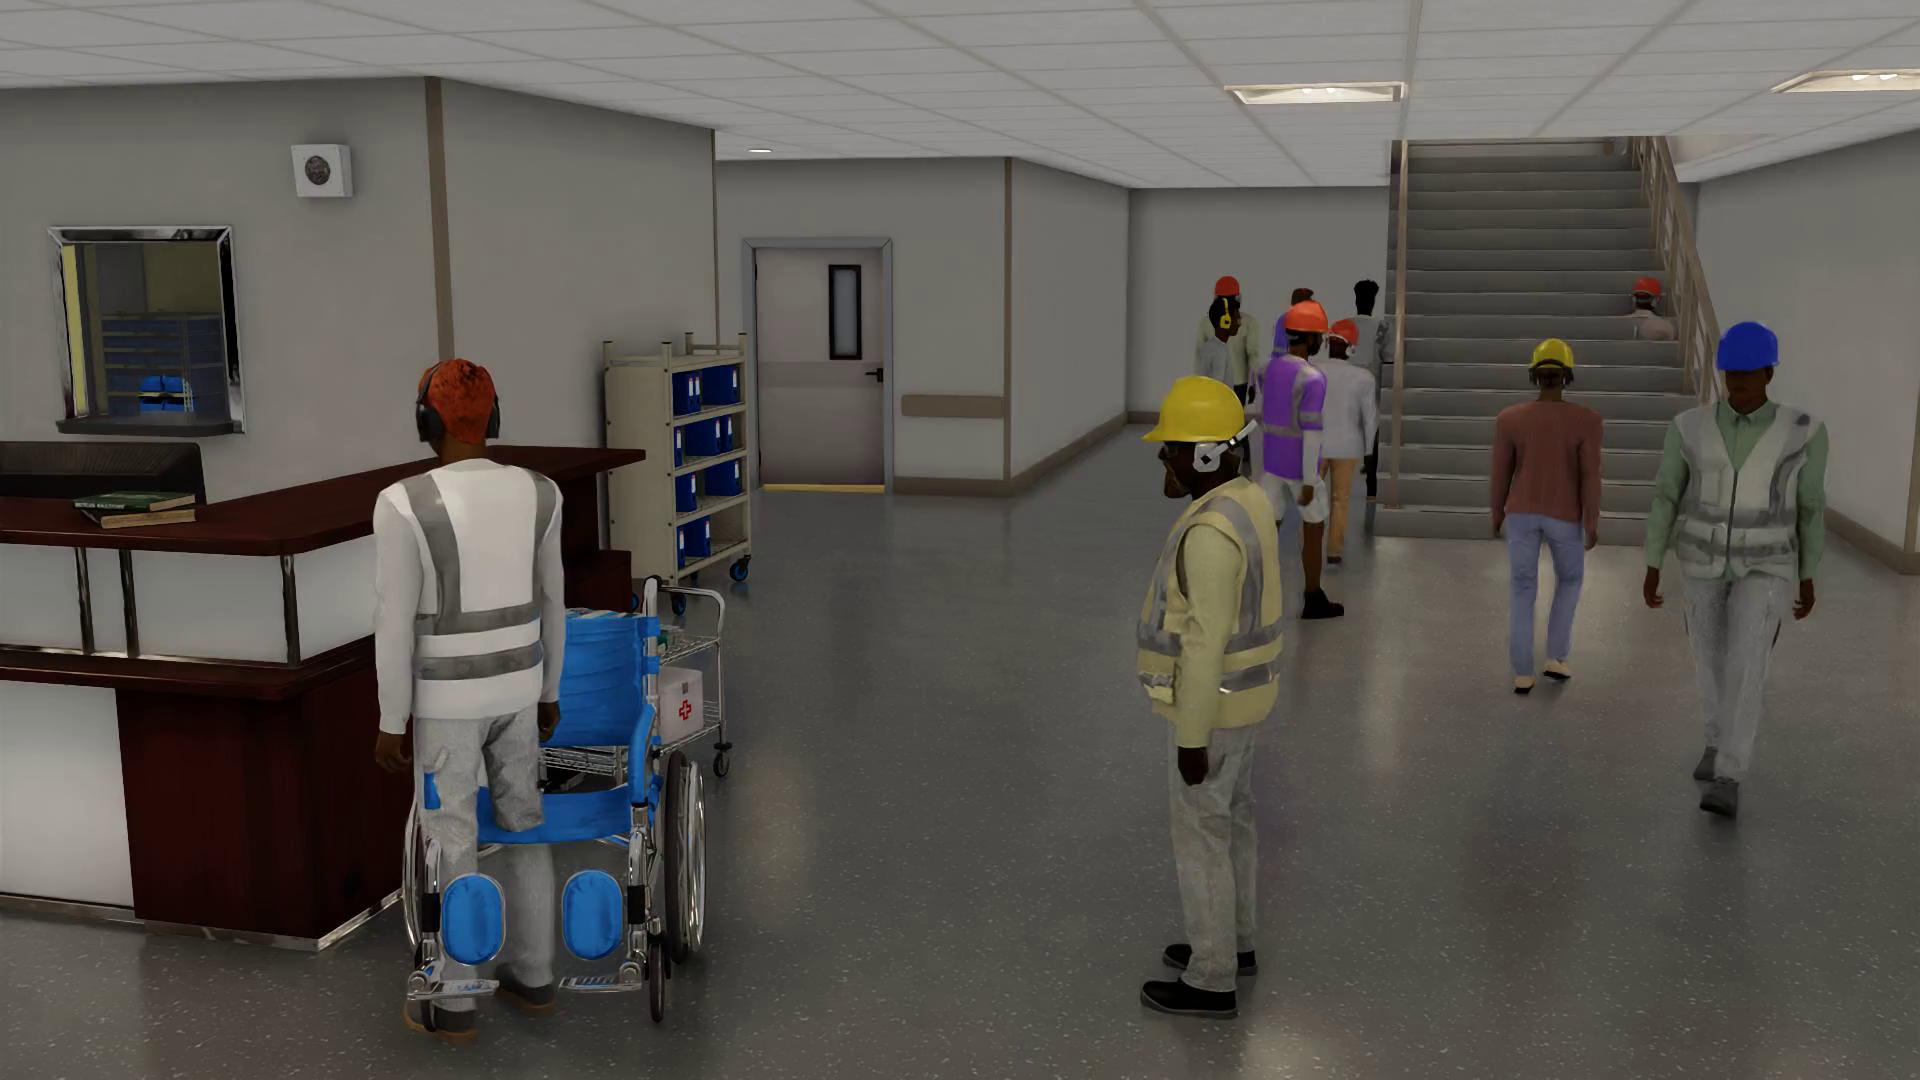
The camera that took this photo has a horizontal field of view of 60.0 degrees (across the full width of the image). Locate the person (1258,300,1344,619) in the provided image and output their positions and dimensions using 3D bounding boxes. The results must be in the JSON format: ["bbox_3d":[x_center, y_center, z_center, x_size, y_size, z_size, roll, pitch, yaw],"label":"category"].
[{"bbox_3d":[1.889,-0.441,9.721,0.860,1.911,0.557,-6,11,-31],"label":"person"}]

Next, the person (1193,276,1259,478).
[{"bbox_3d":[2.505,-1.493,15.678,0.645,1.980,0.492,6,11,31],"label":"person"}]

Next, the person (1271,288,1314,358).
[{"bbox_3d":[3.548,-1.776,17.794,0.444,1.824,0.579,-4,10,-23],"label":"person"}]

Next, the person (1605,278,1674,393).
[{"bbox_3d":[6.115,-1.359,14.992,0.644,1.975,0.731,7,12,34],"label":"person"}]

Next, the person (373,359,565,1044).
[{"bbox_3d":[-1.339,0.440,4.614,0.349,1.879,0.580,8,13,40],"label":"person"}]

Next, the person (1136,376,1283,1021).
[{"bbox_3d":[0.702,0.447,4.737,0.403,1.824,0.601,4,10,20],"label":"person"}]

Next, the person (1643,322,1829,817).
[{"bbox_3d":[3.018,0.100,6.545,0.629,1.896,0.926,7,12,35],"label":"person"}]

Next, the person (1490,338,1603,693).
[{"bbox_3d":[2.920,-0.126,8.297,0.545,1.742,0.609,6,11,30],"label":"person"}]

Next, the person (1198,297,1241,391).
[{"bbox_3d":[1.868,-0.829,12.129,0.331,1.862,0.509,0,10,1],"label":"person"}]

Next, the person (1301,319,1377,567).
[{"bbox_3d":[2.567,-0.654,11.456,0.586,1.728,0.517,3,10,18],"label":"person"}]

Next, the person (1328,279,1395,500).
[{"bbox_3d":[3.583,-1.337,14.826,0.599,1.958,0.368,4,11,24],"label":"person"}]
